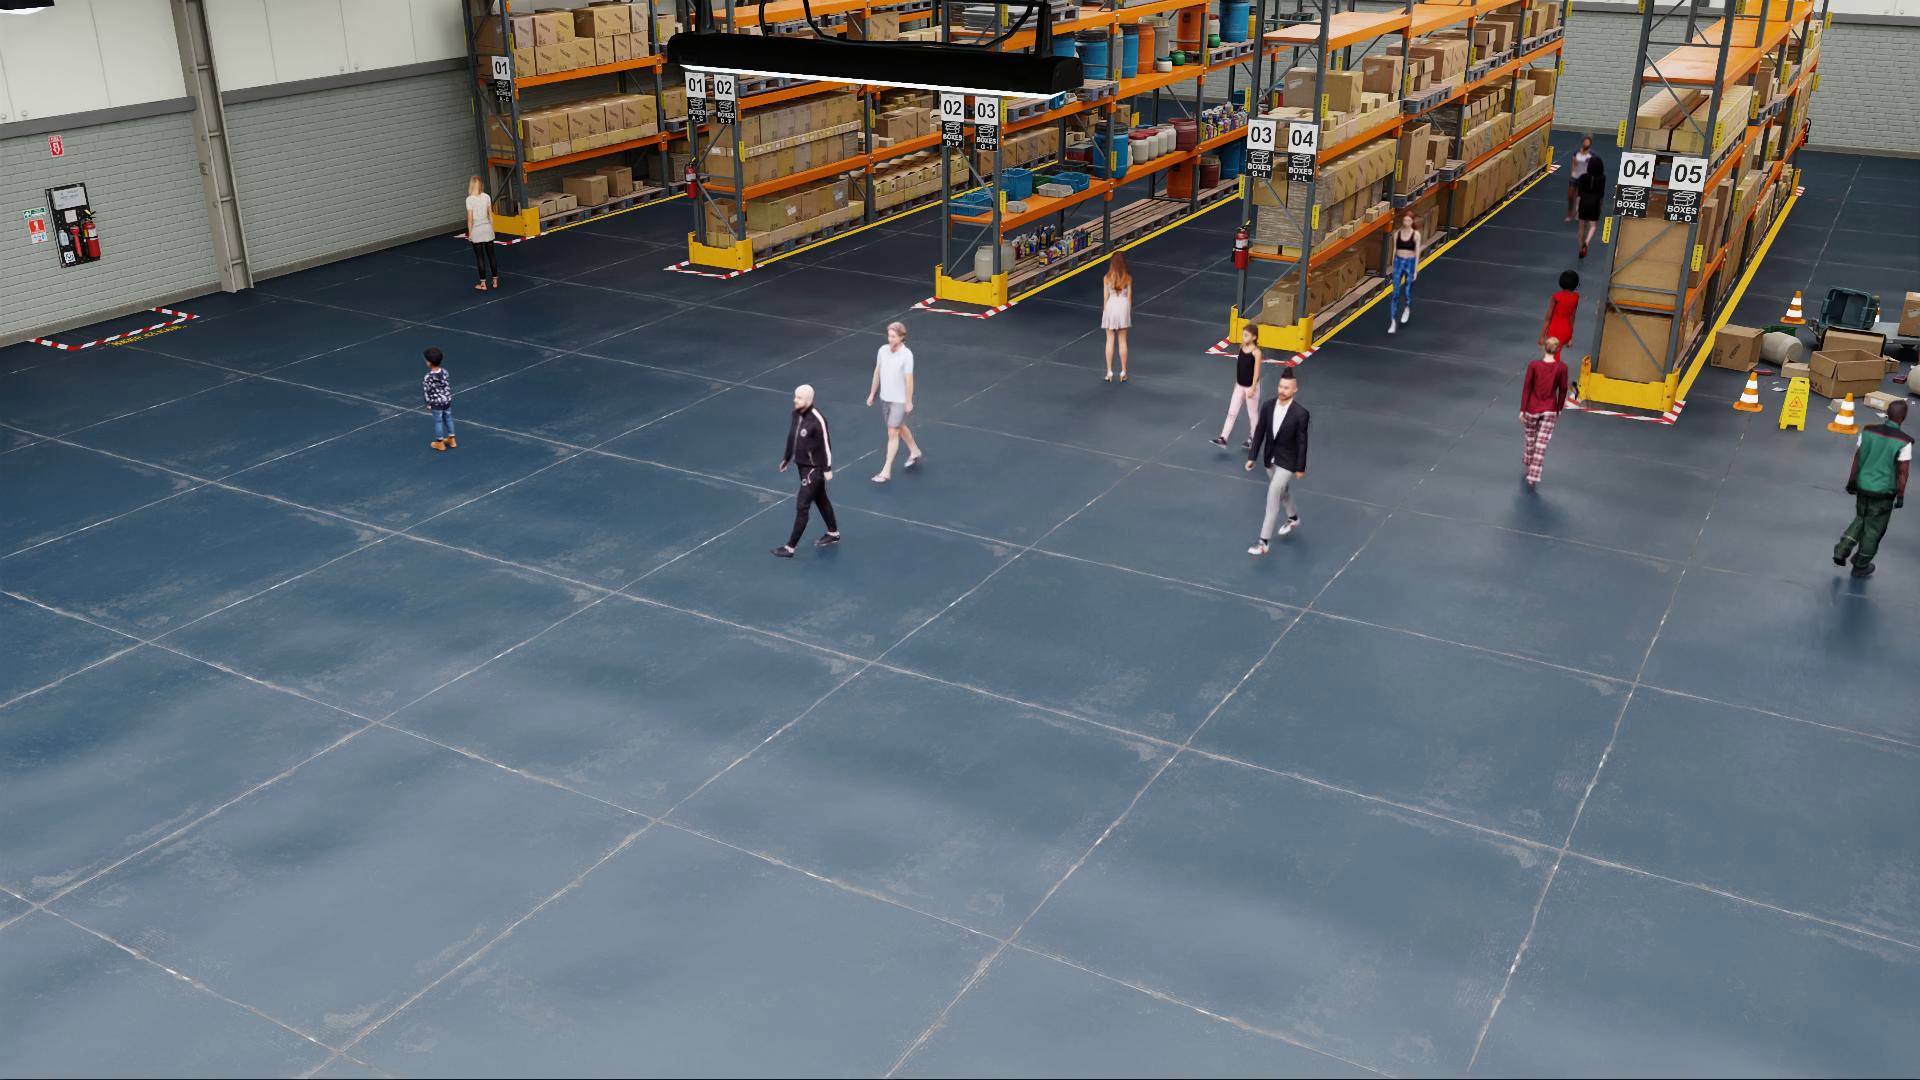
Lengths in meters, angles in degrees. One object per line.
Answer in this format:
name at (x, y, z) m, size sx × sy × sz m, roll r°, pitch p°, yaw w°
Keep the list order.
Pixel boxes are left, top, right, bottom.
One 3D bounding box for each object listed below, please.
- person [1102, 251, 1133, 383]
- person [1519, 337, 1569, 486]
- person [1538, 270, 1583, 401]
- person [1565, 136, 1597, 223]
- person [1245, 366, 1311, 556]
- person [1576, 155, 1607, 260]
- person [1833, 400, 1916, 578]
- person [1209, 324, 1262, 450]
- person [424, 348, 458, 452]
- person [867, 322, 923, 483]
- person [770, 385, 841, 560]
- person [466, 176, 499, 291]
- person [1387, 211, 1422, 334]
person at (2.100, -2.986, 22.254) m, size 0.663 × 1.769 × 0.700 m, roll 2°, pitch 23°, yaw 4°
person at (6.545, -1.422, 18.730) m, size 0.781 × 1.649 × 1.141 m, roll 7°, pitch 24°, yaw 16°
person at (7.729, -2.557, 21.322) m, size 1.044 × 1.709 × 1.020 m, roll -12°, pitch 26°, yaw -26°
person at (11.775, -6.853, 31.563) m, size 0.610 × 1.601 × 0.773 m, roll 10°, pitch 25°, yaw 22°
person at (3.336, -0.849, 17.053) m, size 1.343 × 1.906 × 0.987 m, roll -20°, pitch 30°, yaw -38°
person at (10.755, -5.638, 28.466) m, size 0.598 × 1.788 × 0.796 m, roll 13°, pitch 26°, yaw 27°
person at (8.912, -0.472, 16.268) m, size 0.919 × 1.827 × 0.863 m, roll -12°, pitch 26°, yaw -26°
person at (3.472, -1.821, 19.807) m, size 1.006 × 1.540 × 0.763 m, roll -17°, pitch 29°, yaw -35°
person at (-6.222, -1.697, 19.885) m, size 0.589 × 1.252 × 0.479 m, roll 19°, pitch 30°, yaw 38°
person at (-0.678, -1.616, 18.992) m, size 0.851 × 1.801 × 1.207 m, roll 20°, pitch 30°, yaw 39°
person at (-1.425, -0.719, 16.896) m, size 1.245 × 1.790 × 1.001 m, roll -14°, pitch 27°, yaw -30°
person at (-7.701, -4.951, 26.803) m, size 0.573 × 1.827 × 0.726 m, roll -19°, pitch 30°, yaw -38°
person at (6.596, -3.974, 24.605) m, size 0.638 × 1.747 × 1.200 m, roll 10°, pitch 25°, yaw 22°
